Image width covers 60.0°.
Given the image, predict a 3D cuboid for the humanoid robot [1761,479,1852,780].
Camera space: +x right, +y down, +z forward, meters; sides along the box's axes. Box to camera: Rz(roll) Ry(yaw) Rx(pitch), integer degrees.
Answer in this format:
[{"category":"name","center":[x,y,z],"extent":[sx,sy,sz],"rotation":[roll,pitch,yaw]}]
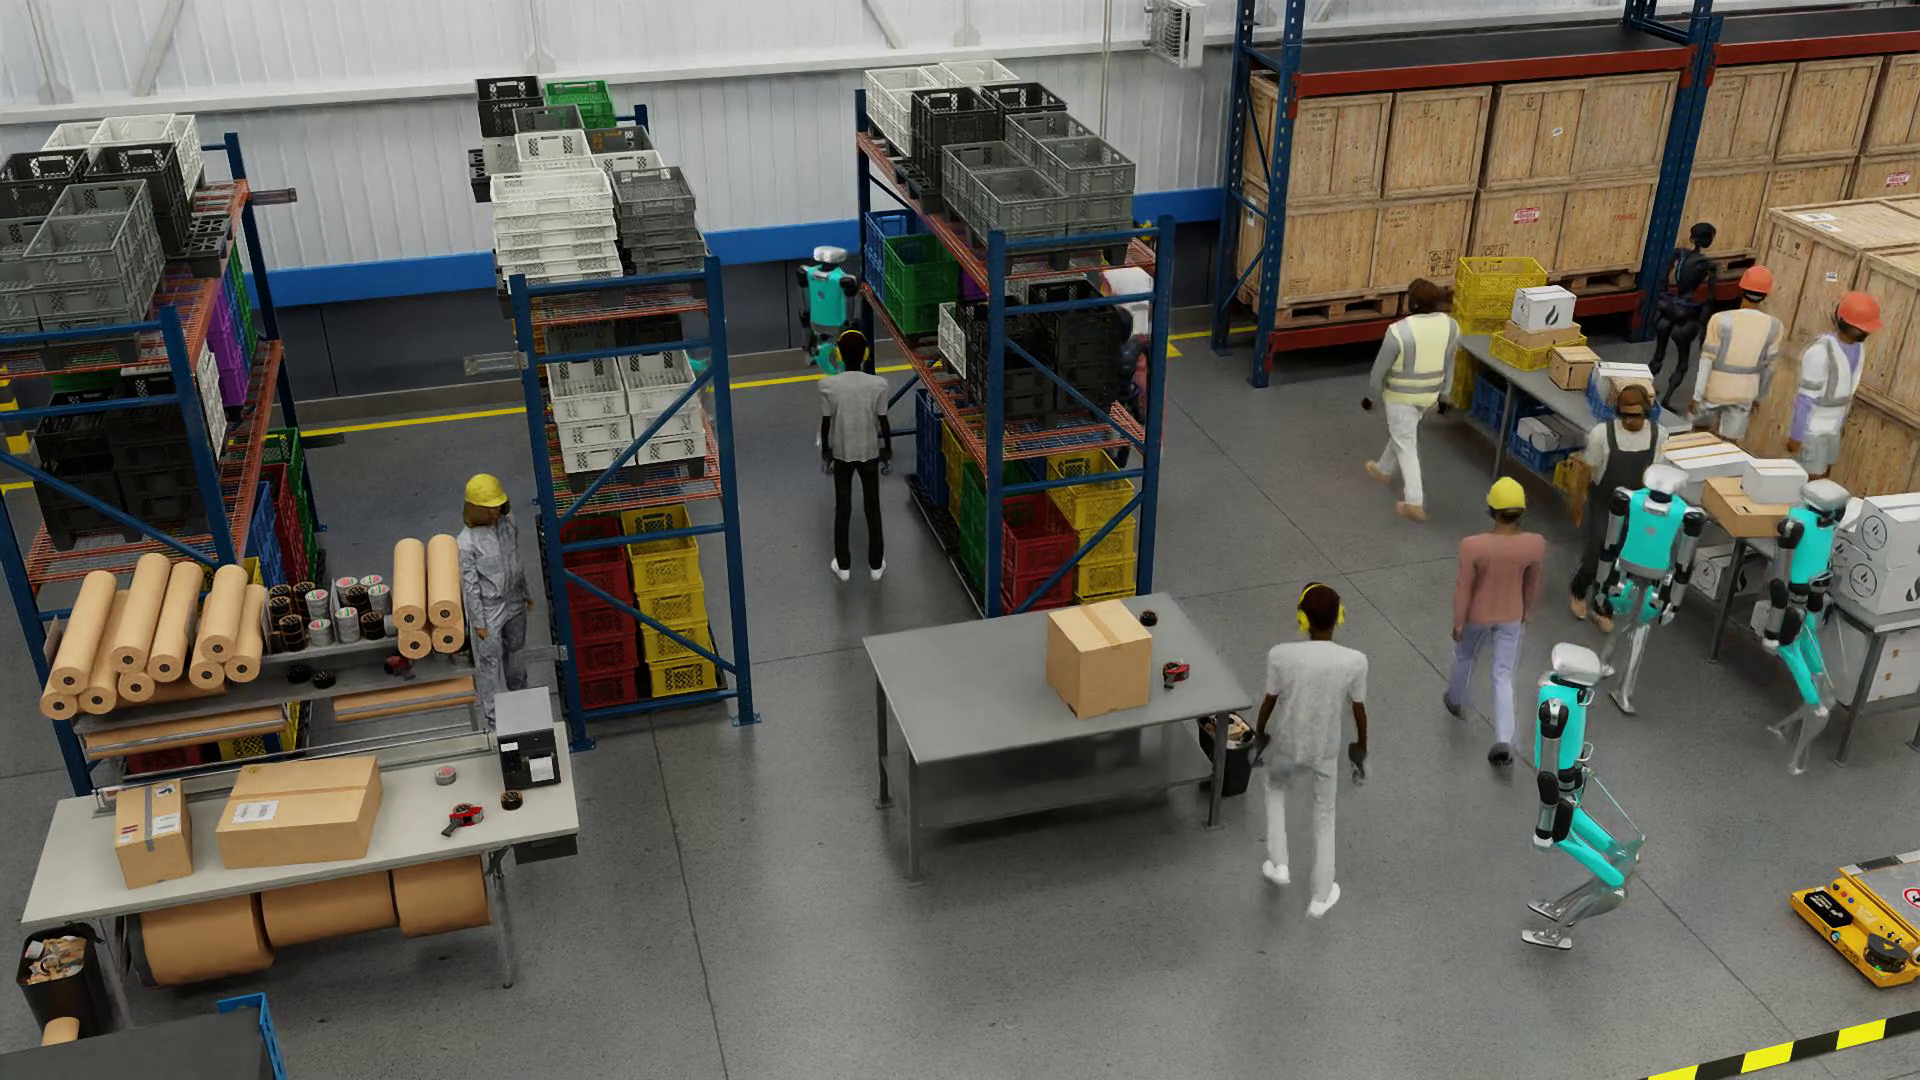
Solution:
[{"category":"humanoid robot","center":[5.046,0.574,9.643],"extent":[0.530,1.804,0.801],"rotation":[-19,34,-30]}]

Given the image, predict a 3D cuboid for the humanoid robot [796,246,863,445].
[{"category":"humanoid robot","center":[-0.936,-1.609,13.655],"extent":[0.535,1.832,0.821],"rotation":[13,31,22]}]

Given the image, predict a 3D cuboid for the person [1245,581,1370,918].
[{"category":"person","center":[1.796,1.088,8.556],"extent":[0.641,1.830,0.533],"rotation":[4,29,8]}]

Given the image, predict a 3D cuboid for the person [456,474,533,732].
[{"category":"person","center":[-2.737,0.393,9.913],"extent":[0.294,1.744,0.485],"rotation":[13,31,23]}]

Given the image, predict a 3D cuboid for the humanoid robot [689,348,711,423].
[{"category":"humanoid robot","center":[-2.384,-1.596,13.586],"extent":[1.030,1.770,0.549],"rotation":[-21,35,-33]}]

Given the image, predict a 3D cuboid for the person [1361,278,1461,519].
[{"category":"person","center":[3.405,-1.102,12.580],"extent":[0.630,1.796,0.961],"rotation":[-11,31,-19]}]

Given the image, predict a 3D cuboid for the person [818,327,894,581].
[{"category":"person","center":[-0.713,-0.581,11.566],"extent":[0.508,1.864,0.325],"rotation":[-1,29,-2]}]

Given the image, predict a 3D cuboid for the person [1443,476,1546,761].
[{"category":"person","center":[3.151,0.454,9.815],"extent":[0.517,1.735,0.863],"rotation":[1,29,1]}]

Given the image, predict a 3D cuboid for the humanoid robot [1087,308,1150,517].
[{"category":"humanoid robot","center":[1.218,-0.984,12.545],"extent":[0.615,1.636,0.757],"rotation":[-8,30,-15]}]

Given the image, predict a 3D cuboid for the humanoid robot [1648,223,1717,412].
[{"category":"humanoid robot","center":[6.114,-1.910,14.187],"extent":[0.427,1.633,0.609],"rotation":[-12,31,-20]}]

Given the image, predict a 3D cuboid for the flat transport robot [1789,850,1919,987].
[{"category":"flat transport robot","center":[5.163,1.916,8.676],"extent":[1.431,0.231,0.659],"rotation":[-8,30,-14]}]

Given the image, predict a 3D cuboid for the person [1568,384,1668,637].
[{"category":"person","center":[4.310,-0.191,10.893],"extent":[0.541,1.822,0.405],"rotation":[-3,29,-6]}]

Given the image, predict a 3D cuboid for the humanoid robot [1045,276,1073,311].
[{"category":"humanoid robot","center":[0.977,-1.799,13.959],"extent":[1.029,1.765,0.548],"rotation":[-5,29,-10]}]

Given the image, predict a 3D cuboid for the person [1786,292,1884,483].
[{"category":"person","center":[6.134,-0.858,11.903],"extent":[0.670,2.019,0.580],"rotation":[-19,34,-30]}]

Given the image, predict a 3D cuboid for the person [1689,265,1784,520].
[{"category":"person","center":[5.799,-1.147,12.557],"extent":[0.557,1.892,0.862],"rotation":[6,29,10]}]

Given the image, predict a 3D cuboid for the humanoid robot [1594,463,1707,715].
[{"category":"humanoid robot","center":[4.204,0.230,10.210],"extent":[0.586,1.767,0.887],"rotation":[17,33,29]}]

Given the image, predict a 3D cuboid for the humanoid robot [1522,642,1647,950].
[{"category":"humanoid robot","center":[3.100,1.306,8.122],"extent":[0.735,1.676,0.533],"rotation":[15,32,25]}]

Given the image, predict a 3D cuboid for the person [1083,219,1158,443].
[{"category":"person","center":[1.373,-1.732,13.655],"extent":[0.606,1.866,1.013],"rotation":[-16,33,-27]}]
